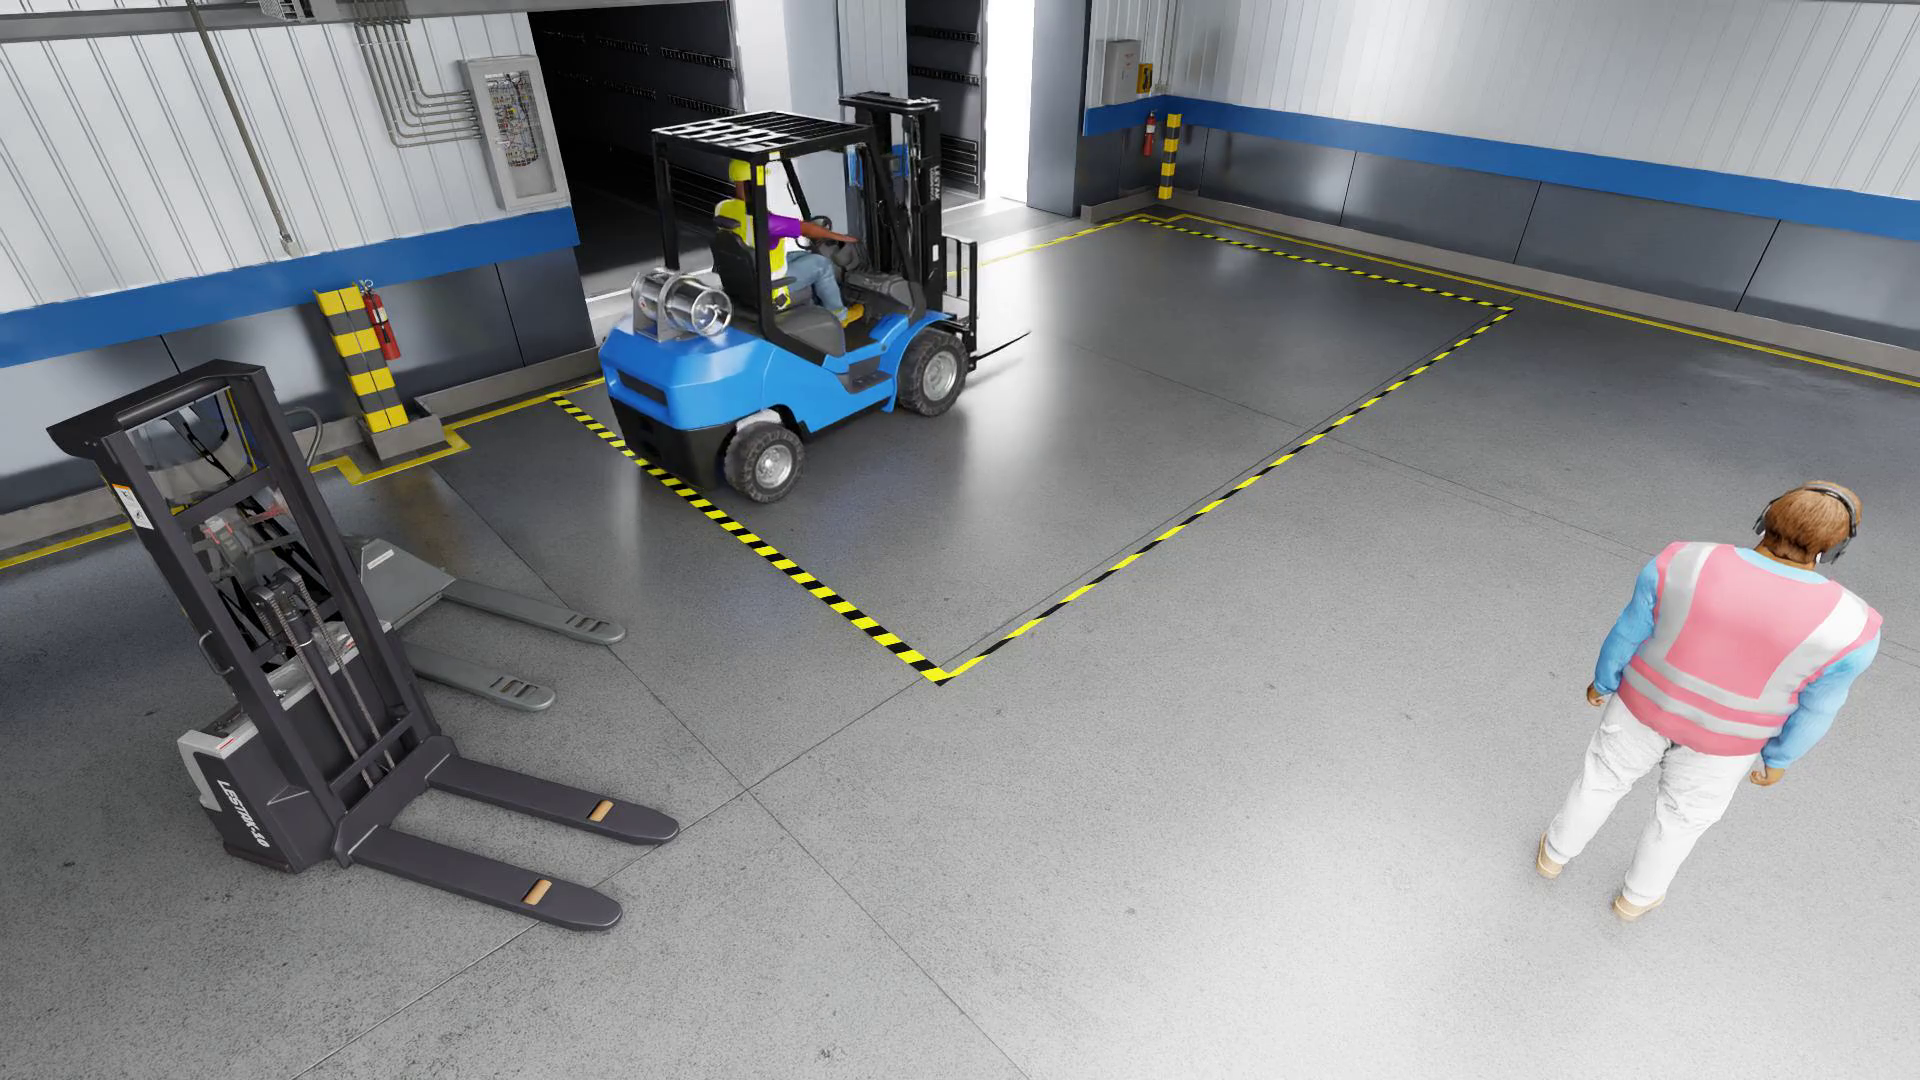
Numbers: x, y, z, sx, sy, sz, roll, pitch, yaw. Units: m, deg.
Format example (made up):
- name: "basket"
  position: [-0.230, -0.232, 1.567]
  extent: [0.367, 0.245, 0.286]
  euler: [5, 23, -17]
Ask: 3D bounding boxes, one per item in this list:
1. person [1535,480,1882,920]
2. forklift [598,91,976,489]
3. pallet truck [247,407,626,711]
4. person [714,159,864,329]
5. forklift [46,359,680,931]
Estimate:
- name: "person"
  position: [2.564, 0.608, 3.218]
  extent: [0.429, 1.841, 0.632]
  euler: [-28, 43, -35]
- name: "forklift"
  position: [-1.153, -1.827, 6.345]
  extent: [1.157, 2.036, 2.680]
  euler: [26, 42, 33]
- name: "pallet truck"
  position: [-2.628, 0.038, 4.590]
  extent: [1.601, 1.201, 0.680]
  euler: [12, 36, 18]
- name: "person"
  position: [-1.108, -2.005, 6.274]
  extent: [0.635, 1.294, 1.002]
  euler: [26, 42, 33]
- name: "forklift"
  position: [-2.135, 0.422, 3.354]
  extent: [1.885, 1.965, 0.823]
  euler: [10, 35, 14]
